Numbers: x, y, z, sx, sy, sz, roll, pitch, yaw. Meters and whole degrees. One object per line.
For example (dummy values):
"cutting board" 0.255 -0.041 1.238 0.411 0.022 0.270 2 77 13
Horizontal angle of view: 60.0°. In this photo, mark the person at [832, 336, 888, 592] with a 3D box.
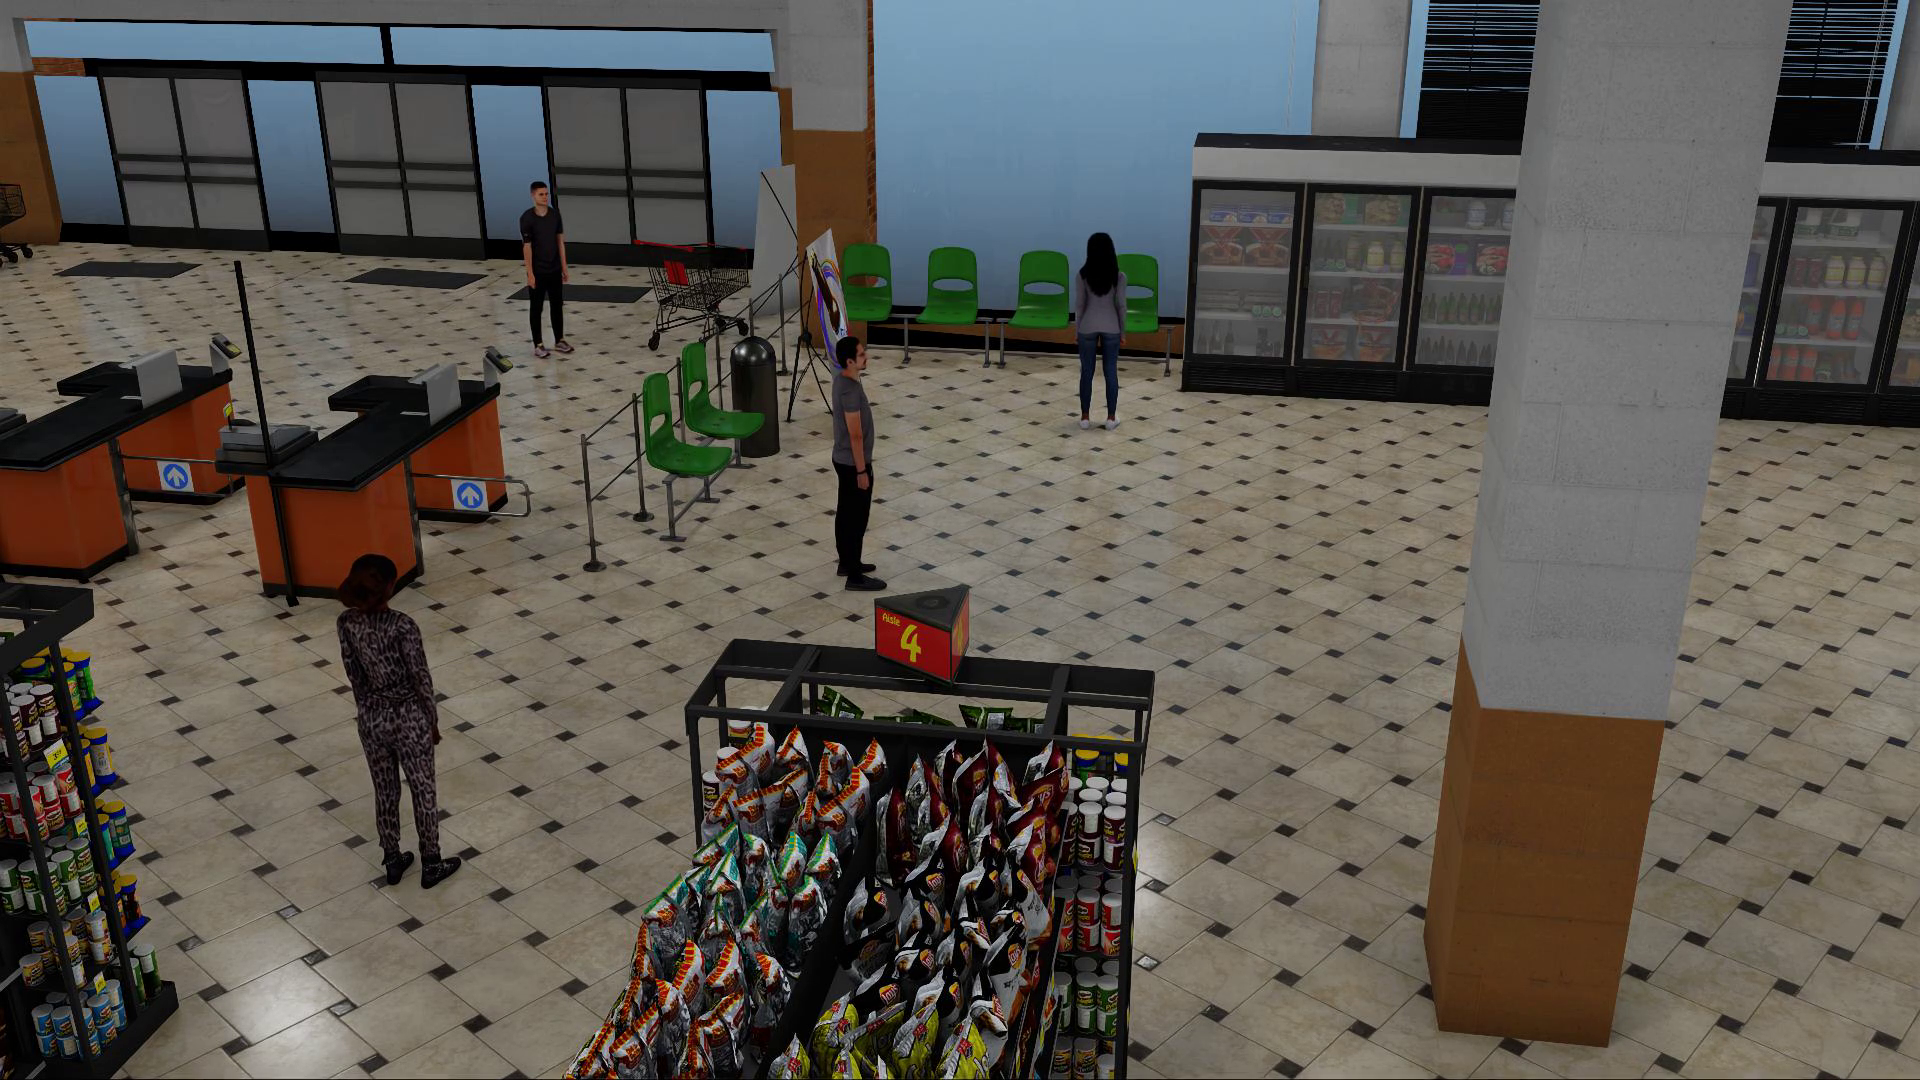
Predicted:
"person" -0.733 -0.535 11.319 0.751 1.755 0.625 -6 23 -14

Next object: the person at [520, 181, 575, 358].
"person" -4.191 -2.738 16.791 0.766 1.763 0.662 19 29 40

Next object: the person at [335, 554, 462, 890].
"person" -2.687 0.861 7.895 0.582 1.717 0.567 5 23 13

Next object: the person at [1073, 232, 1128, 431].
"person" 1.218 -1.824 14.552 0.624 1.735 0.533 2 22 5
